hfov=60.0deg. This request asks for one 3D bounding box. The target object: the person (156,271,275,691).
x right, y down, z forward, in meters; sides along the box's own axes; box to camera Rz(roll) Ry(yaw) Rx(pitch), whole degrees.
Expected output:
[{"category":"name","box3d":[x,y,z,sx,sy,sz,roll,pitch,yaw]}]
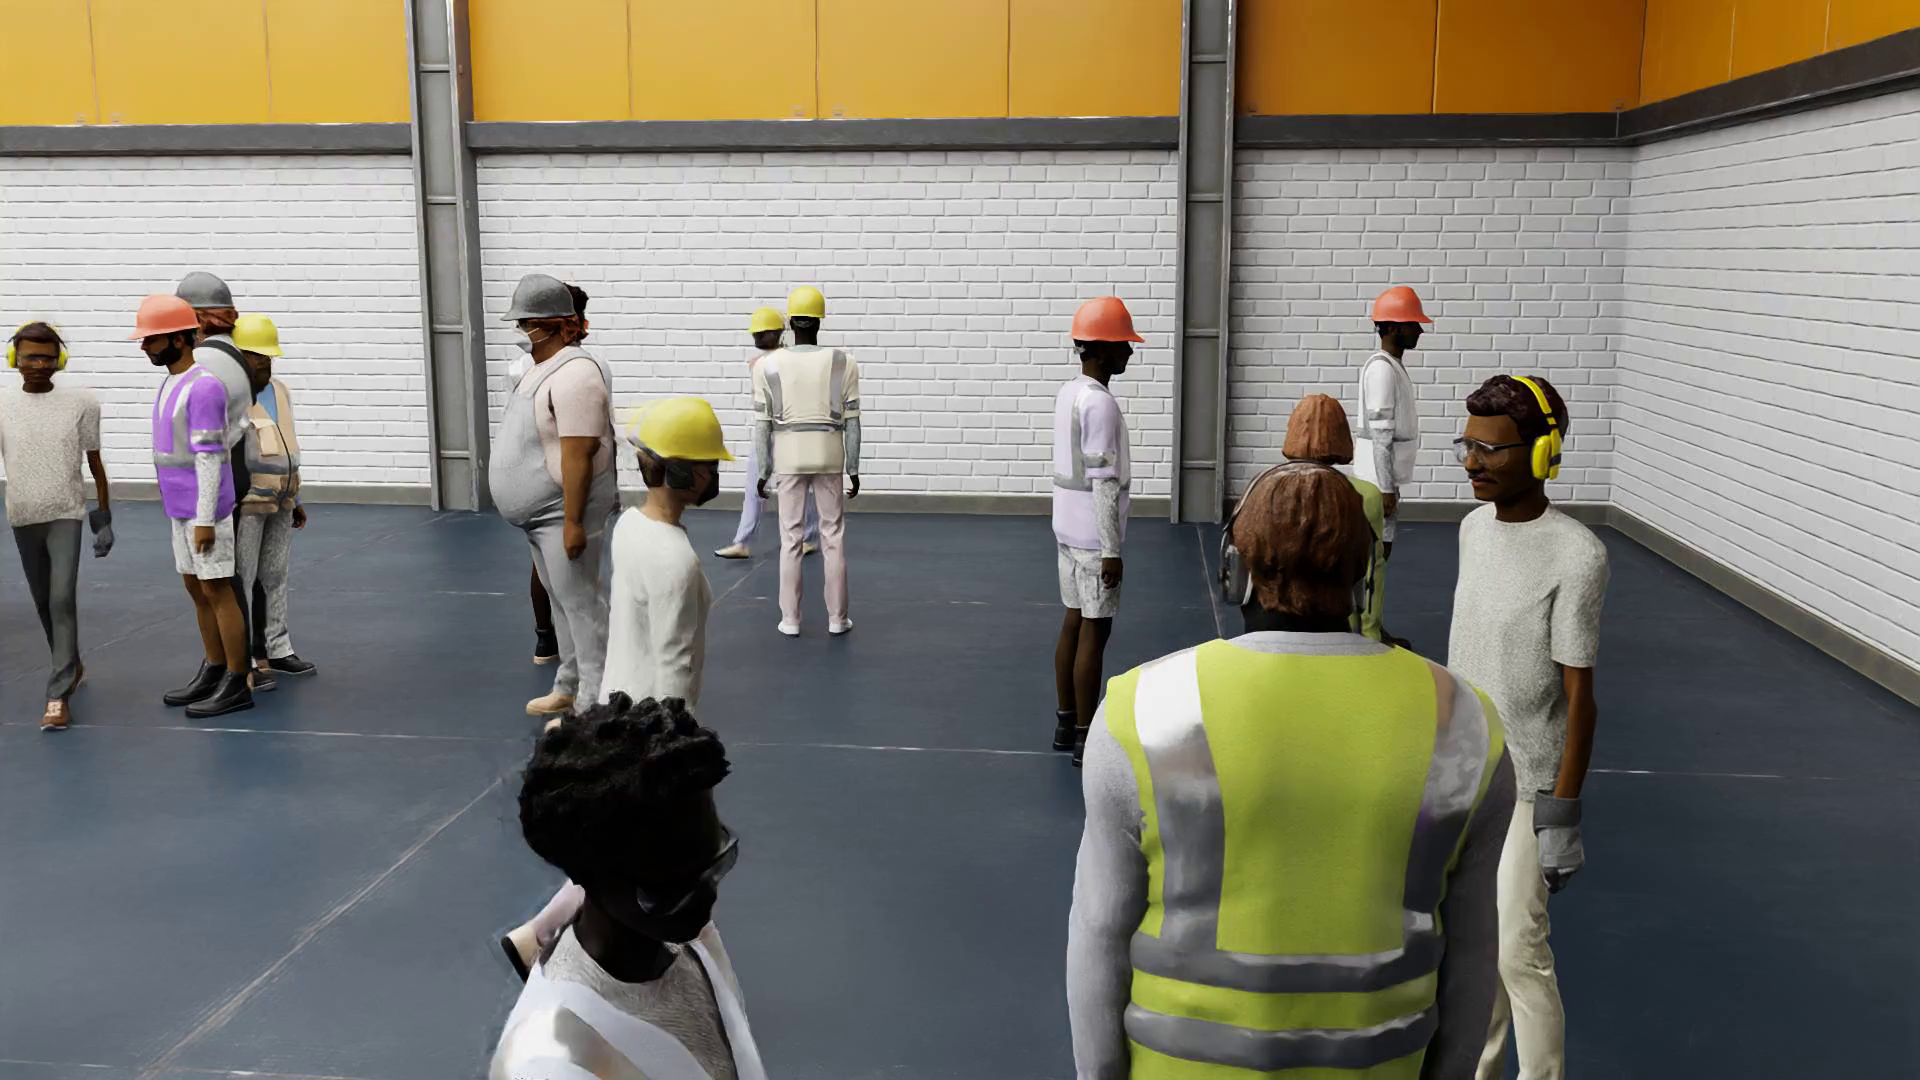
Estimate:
[{"category":"person","box3d":[-3.607,-0.291,8.076,0.536,2.000,0.691,1,10,4]}]

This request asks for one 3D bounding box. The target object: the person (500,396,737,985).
[{"category":"person","box3d":[-0.875,0.492,4.409,0.595,1.748,0.553,-5,11,-25]}]

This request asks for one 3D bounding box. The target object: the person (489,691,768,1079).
[{"category":"person","box3d":[-0.349,0.976,1.916,0.564,1.672,0.581,0,10,2]}]

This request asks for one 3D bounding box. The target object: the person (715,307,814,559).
[{"category":"person","box3d":[-1.309,-0.703,11.310,0.542,1.728,0.845,8,13,39]}]

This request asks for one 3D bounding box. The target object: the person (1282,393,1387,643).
[{"category":"person","box3d":[1.236,0.304,5.827,0.500,1.636,0.280,5,11,28]}]

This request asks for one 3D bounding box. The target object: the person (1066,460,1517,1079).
[{"category":"person","box3d":[0.471,0.795,2.481,0.637,1.830,0.429,-1,10,-4]}]

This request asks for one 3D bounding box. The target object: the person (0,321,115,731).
[{"category":"person","box3d":[-4.214,-0.096,7.636,0.544,1.814,0.983,-3,10,-15]}]

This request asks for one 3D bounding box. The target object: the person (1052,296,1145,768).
[{"category":"person","box3d":[0.568,-0.029,6.872,0.359,1.938,0.547,-2,10,-13]}]

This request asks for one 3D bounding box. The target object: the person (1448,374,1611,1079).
[{"category":"person","box3d":[1.236,0.552,3.786,0.322,1.860,0.518,-2,10,-13]}]

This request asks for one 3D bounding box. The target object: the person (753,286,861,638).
[{"category":"person","box3d":[-0.834,-0.420,9.137,0.586,1.928,0.369,-1,10,-5]}]

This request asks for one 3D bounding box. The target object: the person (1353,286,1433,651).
[{"category":"person","box3d":[2.223,-0.333,8.614,0.359,1.939,0.542,3,10,14]}]

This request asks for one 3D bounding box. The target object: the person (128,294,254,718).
[{"category":"person","box3d":[-3.528,-0.152,7.605,0.381,1.929,0.541,-10,14,-43]}]

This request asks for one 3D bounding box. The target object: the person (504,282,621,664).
[{"category":"person","box3d":[-2.014,-0.329,8.509,0.612,1.962,0.364,3,10,17]}]

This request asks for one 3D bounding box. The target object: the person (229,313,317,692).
[{"category":"person","box3d":[-3.422,-0.189,8.120,0.403,1.823,0.588,3,10,17]}]

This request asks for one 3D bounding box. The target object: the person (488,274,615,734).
[{"category":"person","box3d":[-1.803,-0.166,7.362,0.536,2.000,0.684,-5,11,-25]}]
